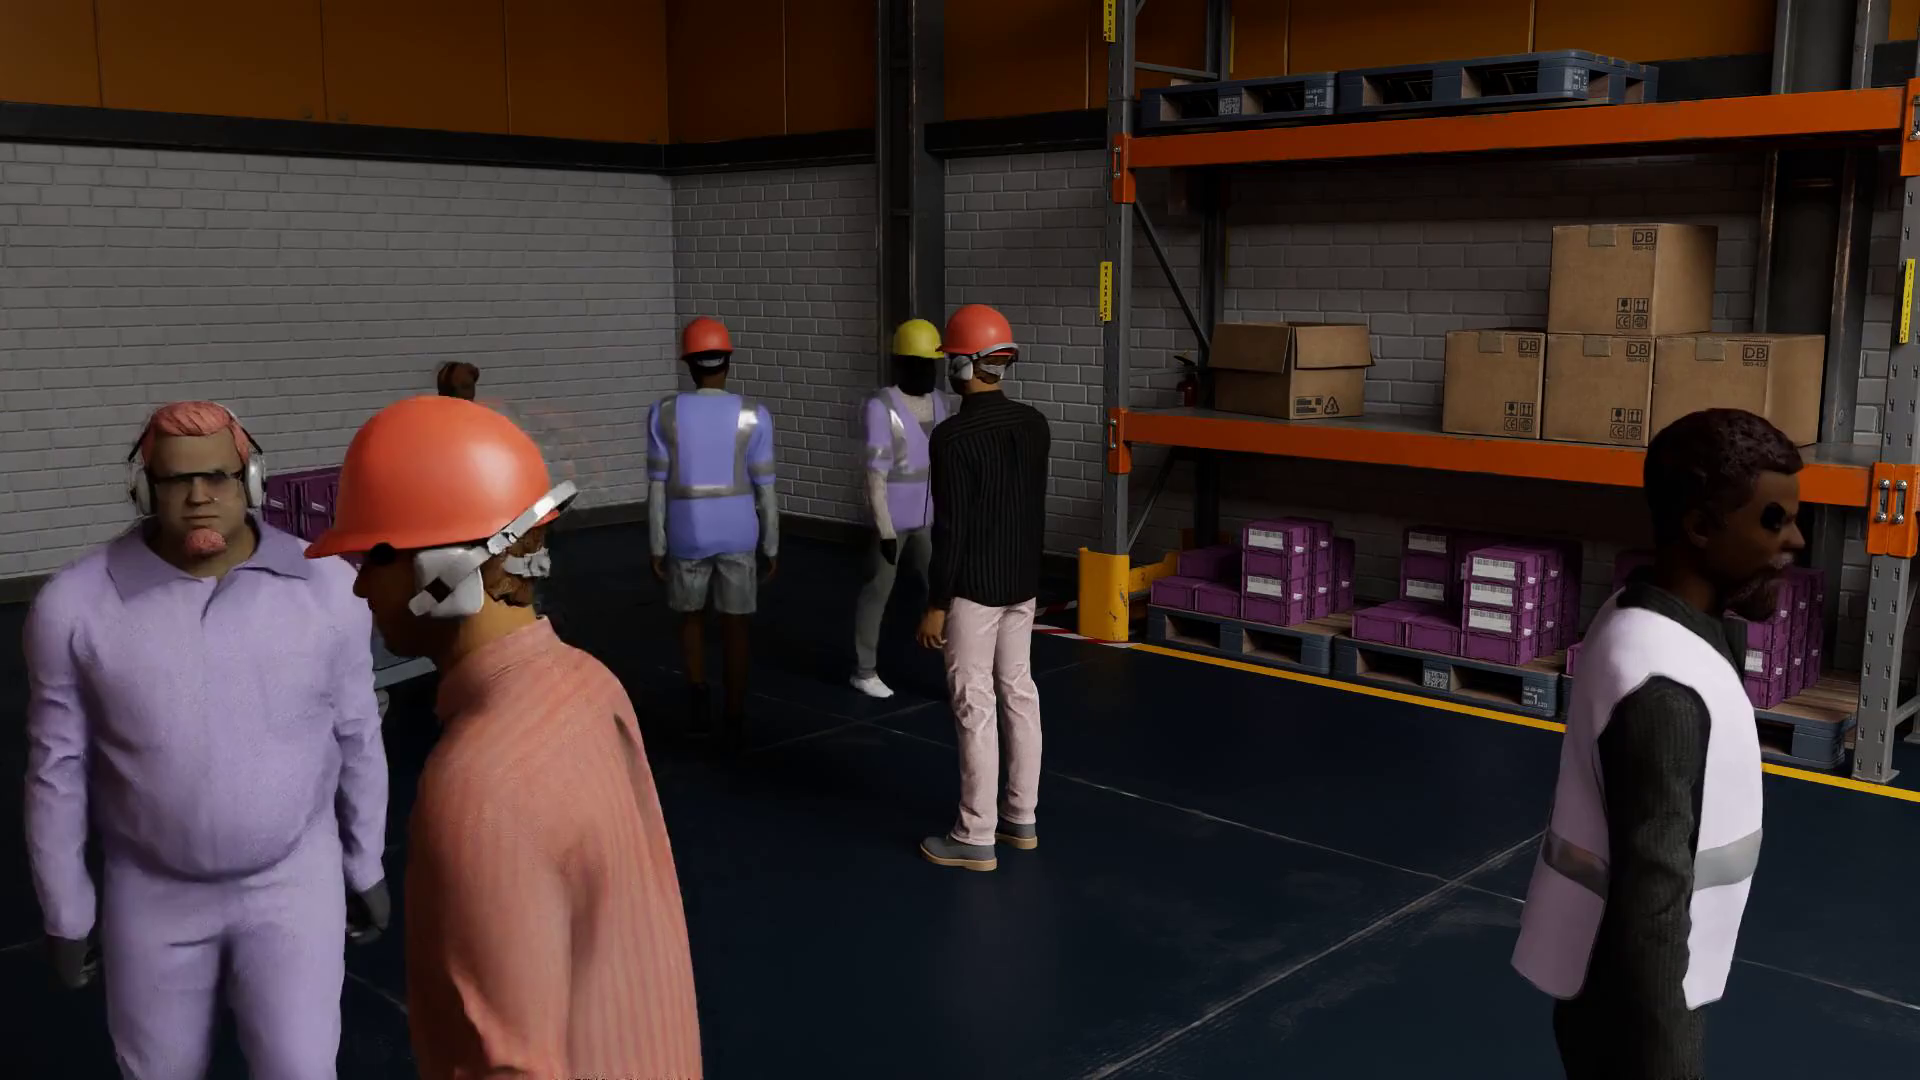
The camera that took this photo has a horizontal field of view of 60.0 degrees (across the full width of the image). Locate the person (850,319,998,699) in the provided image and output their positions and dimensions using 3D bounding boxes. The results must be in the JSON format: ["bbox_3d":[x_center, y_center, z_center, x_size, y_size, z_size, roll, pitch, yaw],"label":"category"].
[{"bbox_3d":[-0.203,-0.115,8.013,0.972,1.872,0.611,9,13,43],"label":"person"}]

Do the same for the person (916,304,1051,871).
[{"bbox_3d":[0.078,0.169,5.910,0.379,1.996,0.609,7,12,38],"label":"person"}]

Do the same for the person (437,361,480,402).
[{"bbox_3d":[-2.760,-0.199,9.336,0.761,1.595,0.645,0,9,-3],"label":"person"}]

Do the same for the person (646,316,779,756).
[{"bbox_3d":[-1.065,-0.007,7.235,0.570,1.916,0.421,-1,9,-4],"label":"person"}]

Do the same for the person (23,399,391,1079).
[{"bbox_3d":[-1.480,0.650,3.327,0.662,1.881,0.852,-5,10,-26],"label":"person"}]

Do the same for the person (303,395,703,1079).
[{"bbox_3d":[-0.518,0.798,2.150,0.567,1.968,0.673,-1,9,-4],"label":"person"}]

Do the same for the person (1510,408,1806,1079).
[{"bbox_3d":[1.108,0.737,2.715,0.397,1.909,0.603,4,10,21],"label":"person"}]
